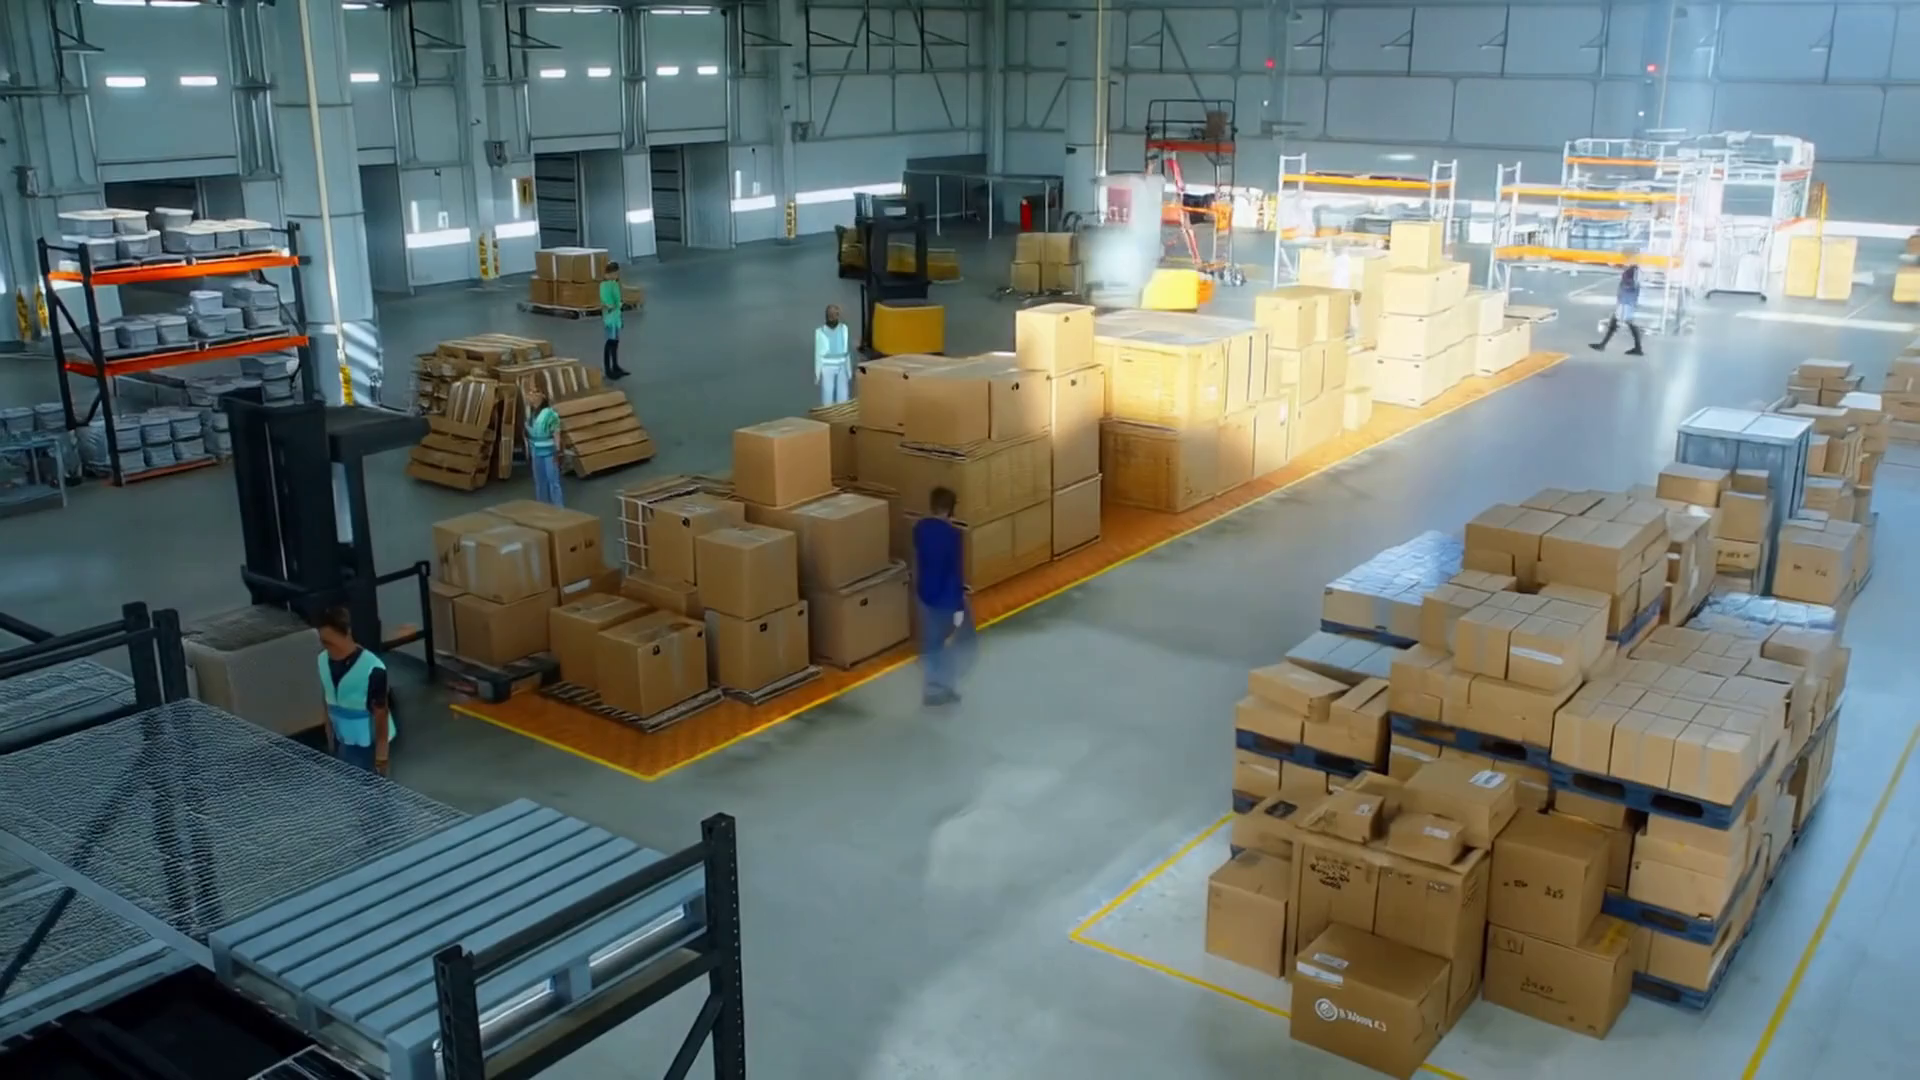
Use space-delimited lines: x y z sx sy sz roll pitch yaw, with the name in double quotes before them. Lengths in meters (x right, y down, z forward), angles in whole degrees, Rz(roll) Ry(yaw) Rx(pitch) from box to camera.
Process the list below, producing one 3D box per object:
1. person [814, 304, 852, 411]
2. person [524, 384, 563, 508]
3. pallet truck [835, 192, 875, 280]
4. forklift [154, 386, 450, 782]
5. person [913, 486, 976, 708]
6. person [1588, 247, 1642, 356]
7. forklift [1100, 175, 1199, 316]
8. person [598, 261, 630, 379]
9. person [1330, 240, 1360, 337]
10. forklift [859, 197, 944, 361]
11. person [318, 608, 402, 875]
"person" -1.770 -2.370 23.344 0.605 1.884 0.385 -16 23 -42
"person" -4.795 -0.985 19.150 0.512 1.641 0.307 9 19 28
"pallet truck" -1.936 -7.159 38.982 1.885 1.965 0.823 -12 21 -34
"forklift" -5.236 0.232 13.005 1.129 2.768 1.873 12 21 35
"person" -0.131 0.480 13.815 0.453 1.918 0.650 -12 21 -34
"person" 11.714 -4.227 29.452 0.980 1.890 0.565 7 18 21
"forklift" 3.787 -5.754 32.828 1.873 2.768 1.129 3 17 10
"person" -5.708 -3.631 27.403 0.354 1.939 0.544 5 17 15
"person" 7.053 -4.589 30.692 1.094 1.874 0.656 -1 17 -4
"forklift" -1.008 -4.465 28.559 1.129 2.768 1.873 -5 17 -15
"person" -3.962 1.342 11.004 0.599 1.907 0.391 10 20 31
